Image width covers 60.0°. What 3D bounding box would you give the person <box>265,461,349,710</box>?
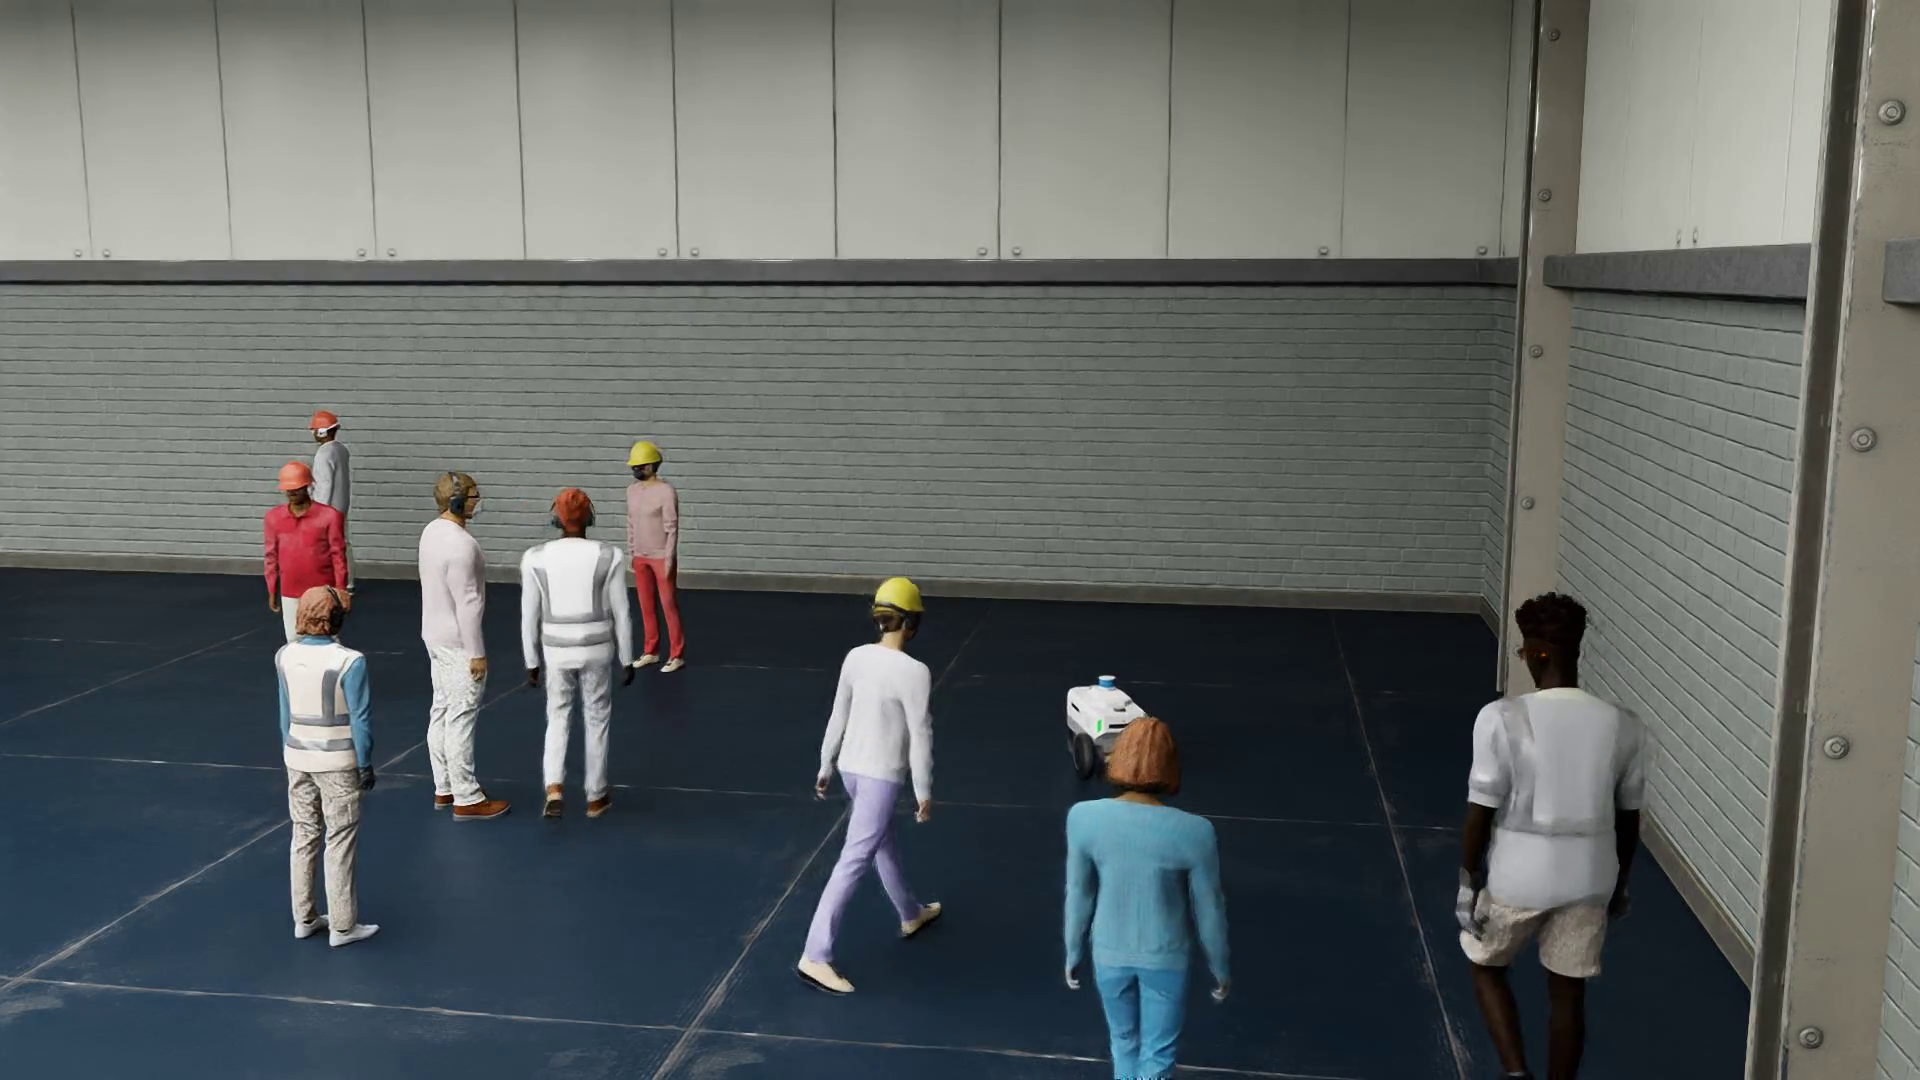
[{"bbox_3d":[-4.502,0.319,11.446,0.572,1.743,0.352,0,9,1],"label":"person"}]

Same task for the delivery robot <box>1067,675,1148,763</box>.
[{"bbox_3d":[0.896,1.072,10.164,0.477,0.478,0.707,-2,9,-11],"label":"delivery robot"}]

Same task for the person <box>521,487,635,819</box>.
[{"bbox_3d":[-2.086,0.641,9.107,0.601,1.873,0.537,0,9,-2],"label":"person"}]

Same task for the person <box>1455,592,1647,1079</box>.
[{"bbox_3d":[2.018,1.155,5.678,0.662,1.941,0.439,0,9,-2],"label":"person"}]

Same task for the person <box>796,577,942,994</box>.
[{"bbox_3d":[-0.373,1.029,7.227,0.977,1.697,0.567,-8,12,-40],"label":"person"}]

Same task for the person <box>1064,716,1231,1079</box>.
[{"bbox_3d":[0.605,1.360,5.398,0.528,1.623,0.448,4,10,21],"label":"person"}]

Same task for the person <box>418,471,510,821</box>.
[{"bbox_3d":[-2.787,0.580,9.232,0.375,1.940,0.627,-6,11,-34],"label":"person"}]

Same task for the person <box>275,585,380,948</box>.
[{"bbox_3d":[-2.858,1.015,7.510,0.509,1.628,0.319,4,10,24],"label":"person"}]

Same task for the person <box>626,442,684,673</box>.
[{"bbox_3d":[-2.334,0.129,12.572,0.526,1.761,0.340,6,11,35],"label":"person"}]

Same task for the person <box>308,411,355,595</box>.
[{"bbox_3d":[-5.813,-0.318,15.340,0.336,1.749,0.575,0,9,-1],"label":"person"}]
